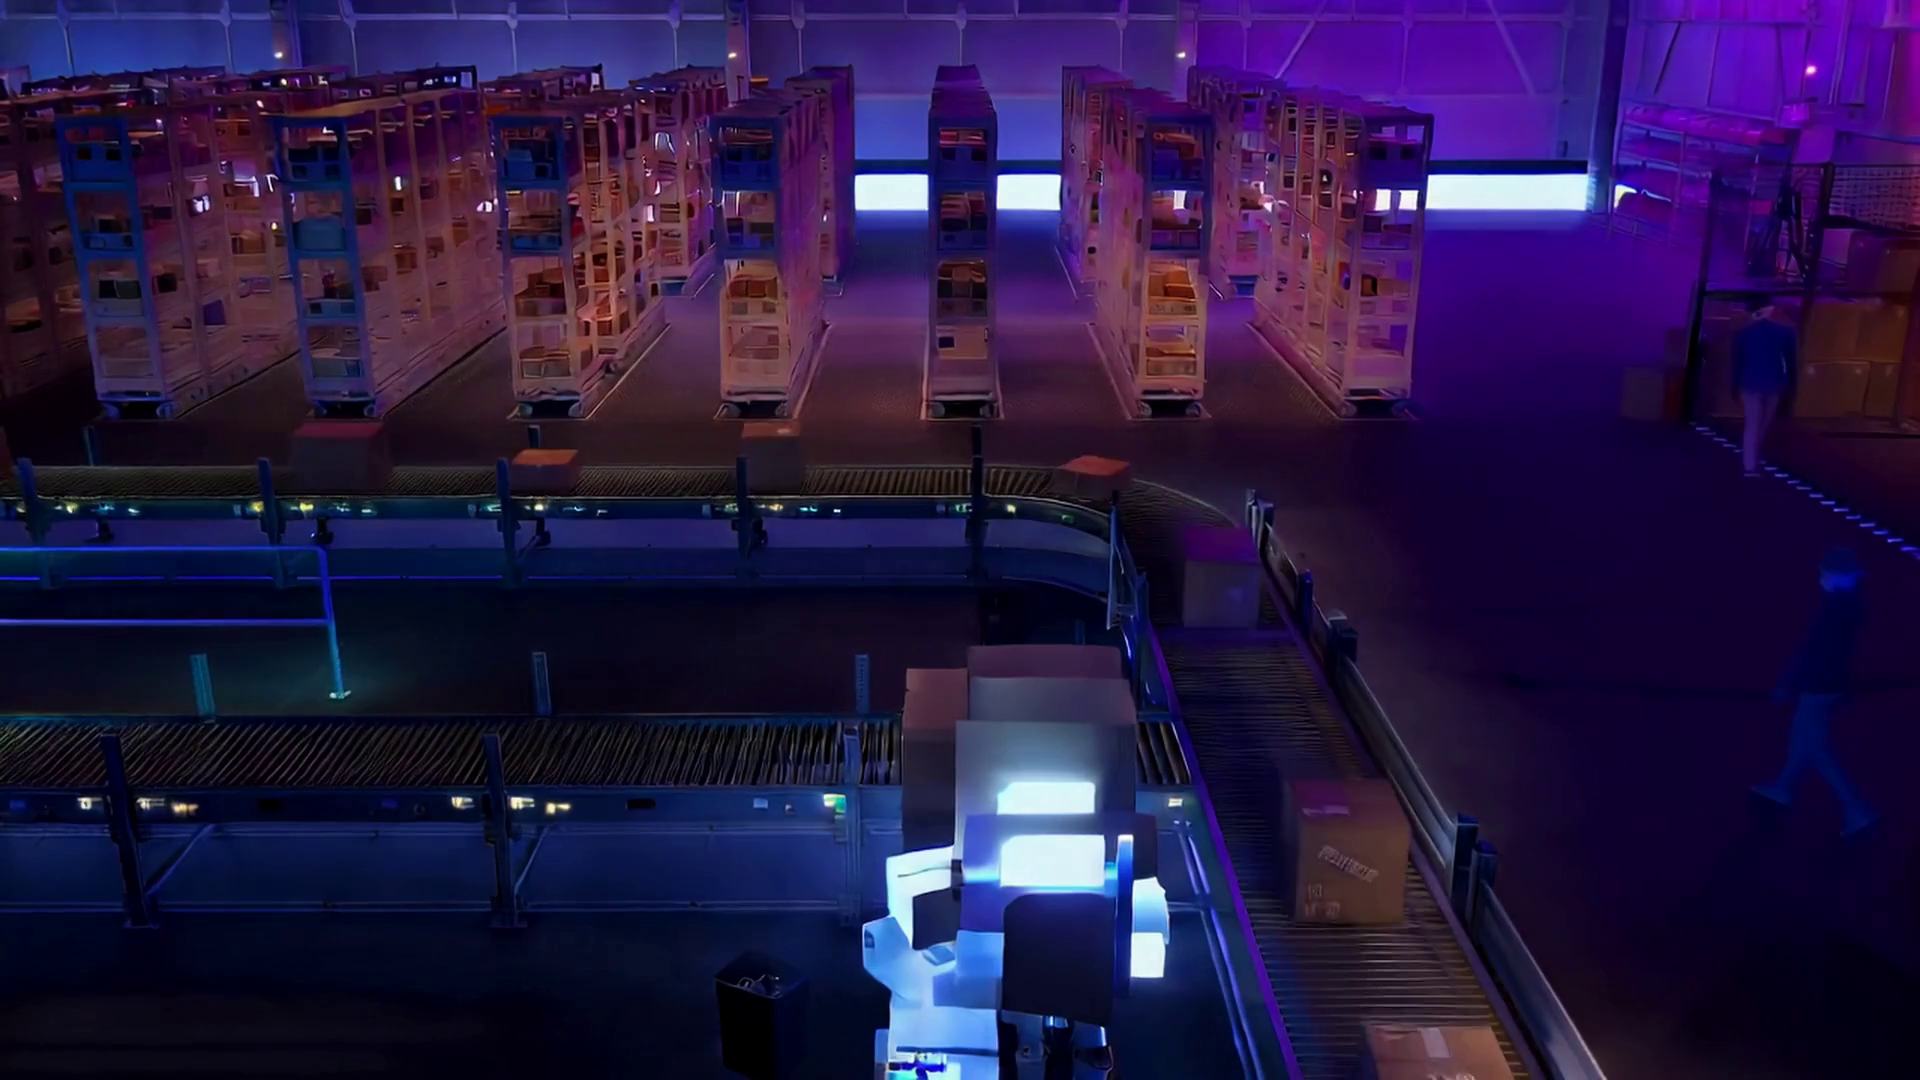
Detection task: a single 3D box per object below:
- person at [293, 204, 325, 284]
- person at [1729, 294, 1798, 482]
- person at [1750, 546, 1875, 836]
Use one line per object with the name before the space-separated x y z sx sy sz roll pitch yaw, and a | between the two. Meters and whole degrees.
person | -11.017 -5.045 28.256 0.563 1.808 0.895 -1 18 -2
person | 8.435 -1.606 17.486 0.670 1.912 1.013 7 19 20
person | 5.270 0.893 10.059 0.521 1.740 0.782 -13 22 -34
